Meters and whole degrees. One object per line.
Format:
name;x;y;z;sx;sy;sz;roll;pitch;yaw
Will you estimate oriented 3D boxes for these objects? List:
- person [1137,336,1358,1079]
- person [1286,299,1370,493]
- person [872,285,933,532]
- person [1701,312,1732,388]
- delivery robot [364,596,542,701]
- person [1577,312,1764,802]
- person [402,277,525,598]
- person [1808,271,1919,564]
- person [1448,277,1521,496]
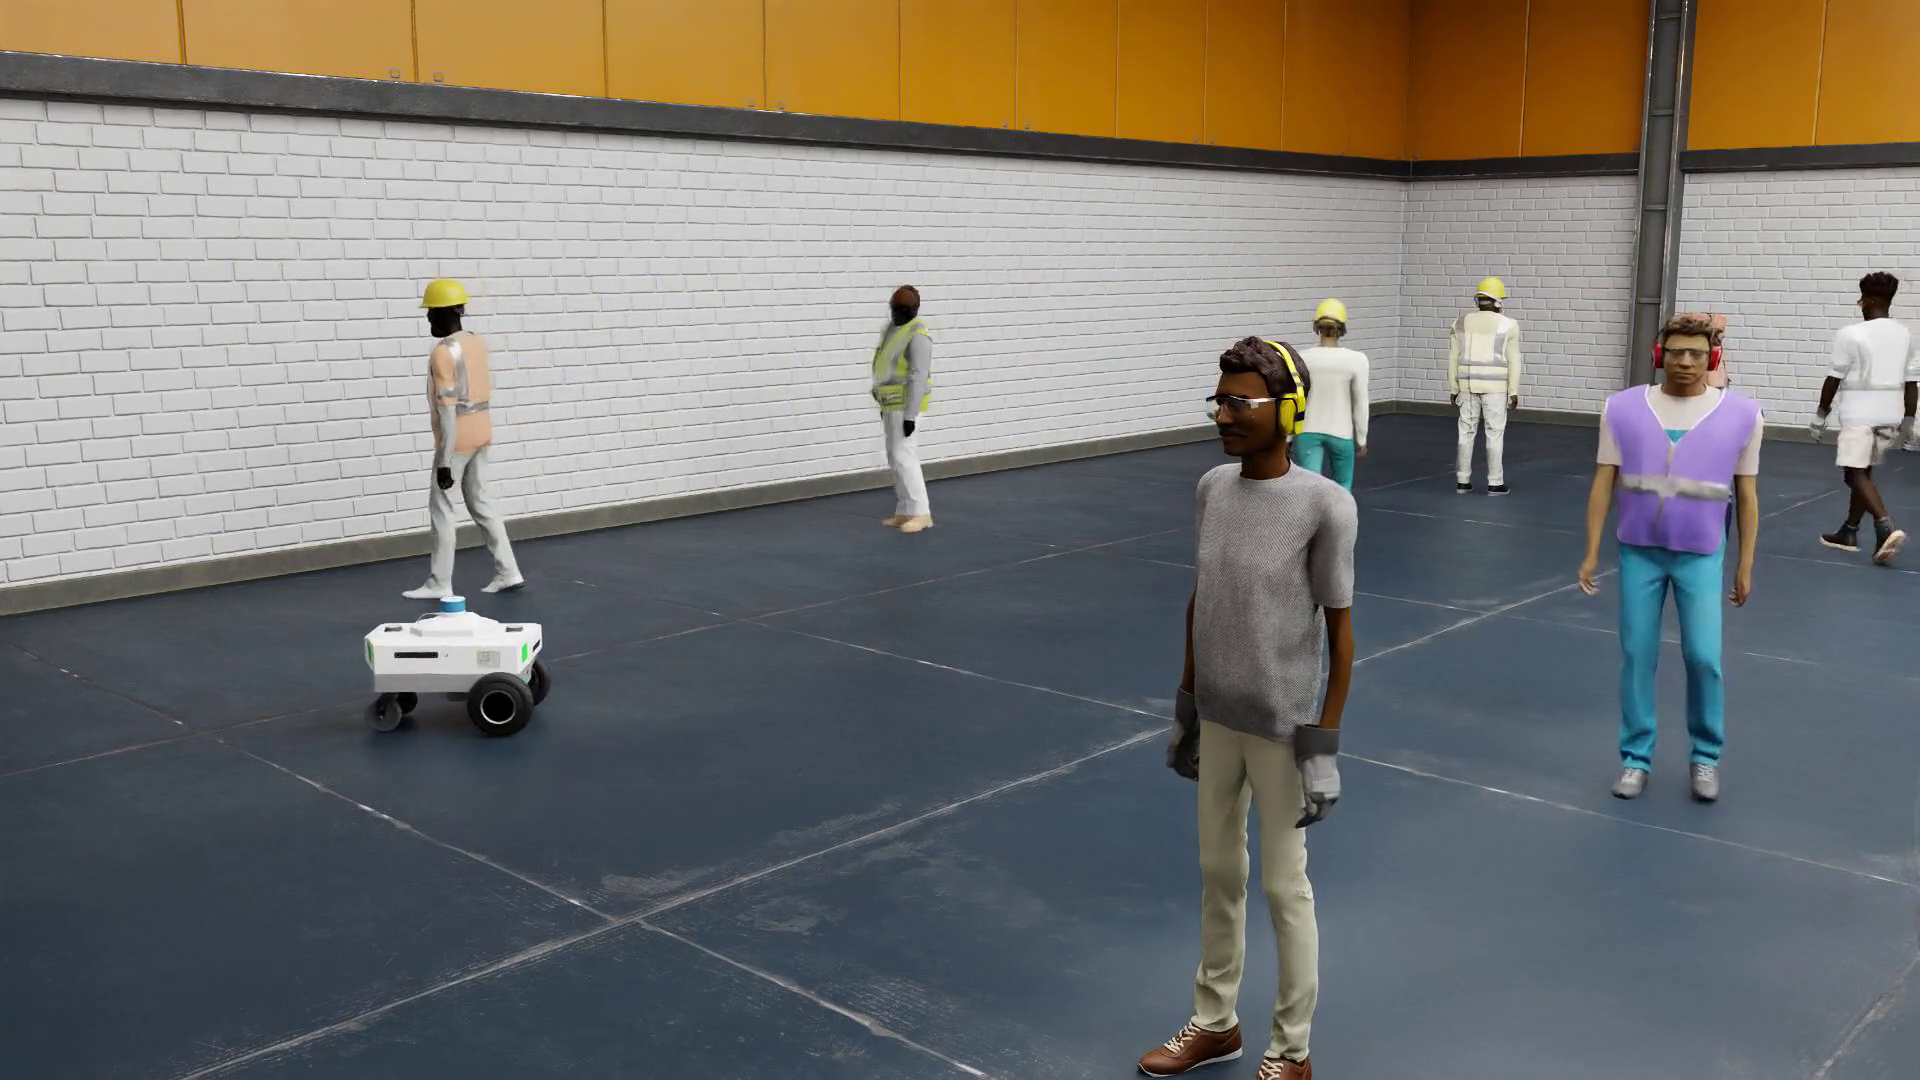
person;0.700;0.458;3.990;0.328;1.862;0.519;-8;13;-38
person;2.398;-0.694;10.869;0.547;1.733;0.800;3;10;17
person;-0.430;-0.959;12.271;0.431;1.822;0.669;-3;11;-19
person;5.055;-0.731;11.382;0.306;1.639;0.523;-1;10;-5
delivery robot;-2.199;0.489;7.232;0.707;0.478;0.477;-1;9;-3
person;2.681;0.062;6.298;0.586;1.840;0.458;6;12;31
person;-2.970;-0.587;9.847;0.579;1.932;0.610;2;10;10
person;6.124;-0.823;11.114;0.598;1.933;0.902;-2;10;-10
person;4.424;-1.288;14.017;0.598;1.828;0.403;7;12;35
